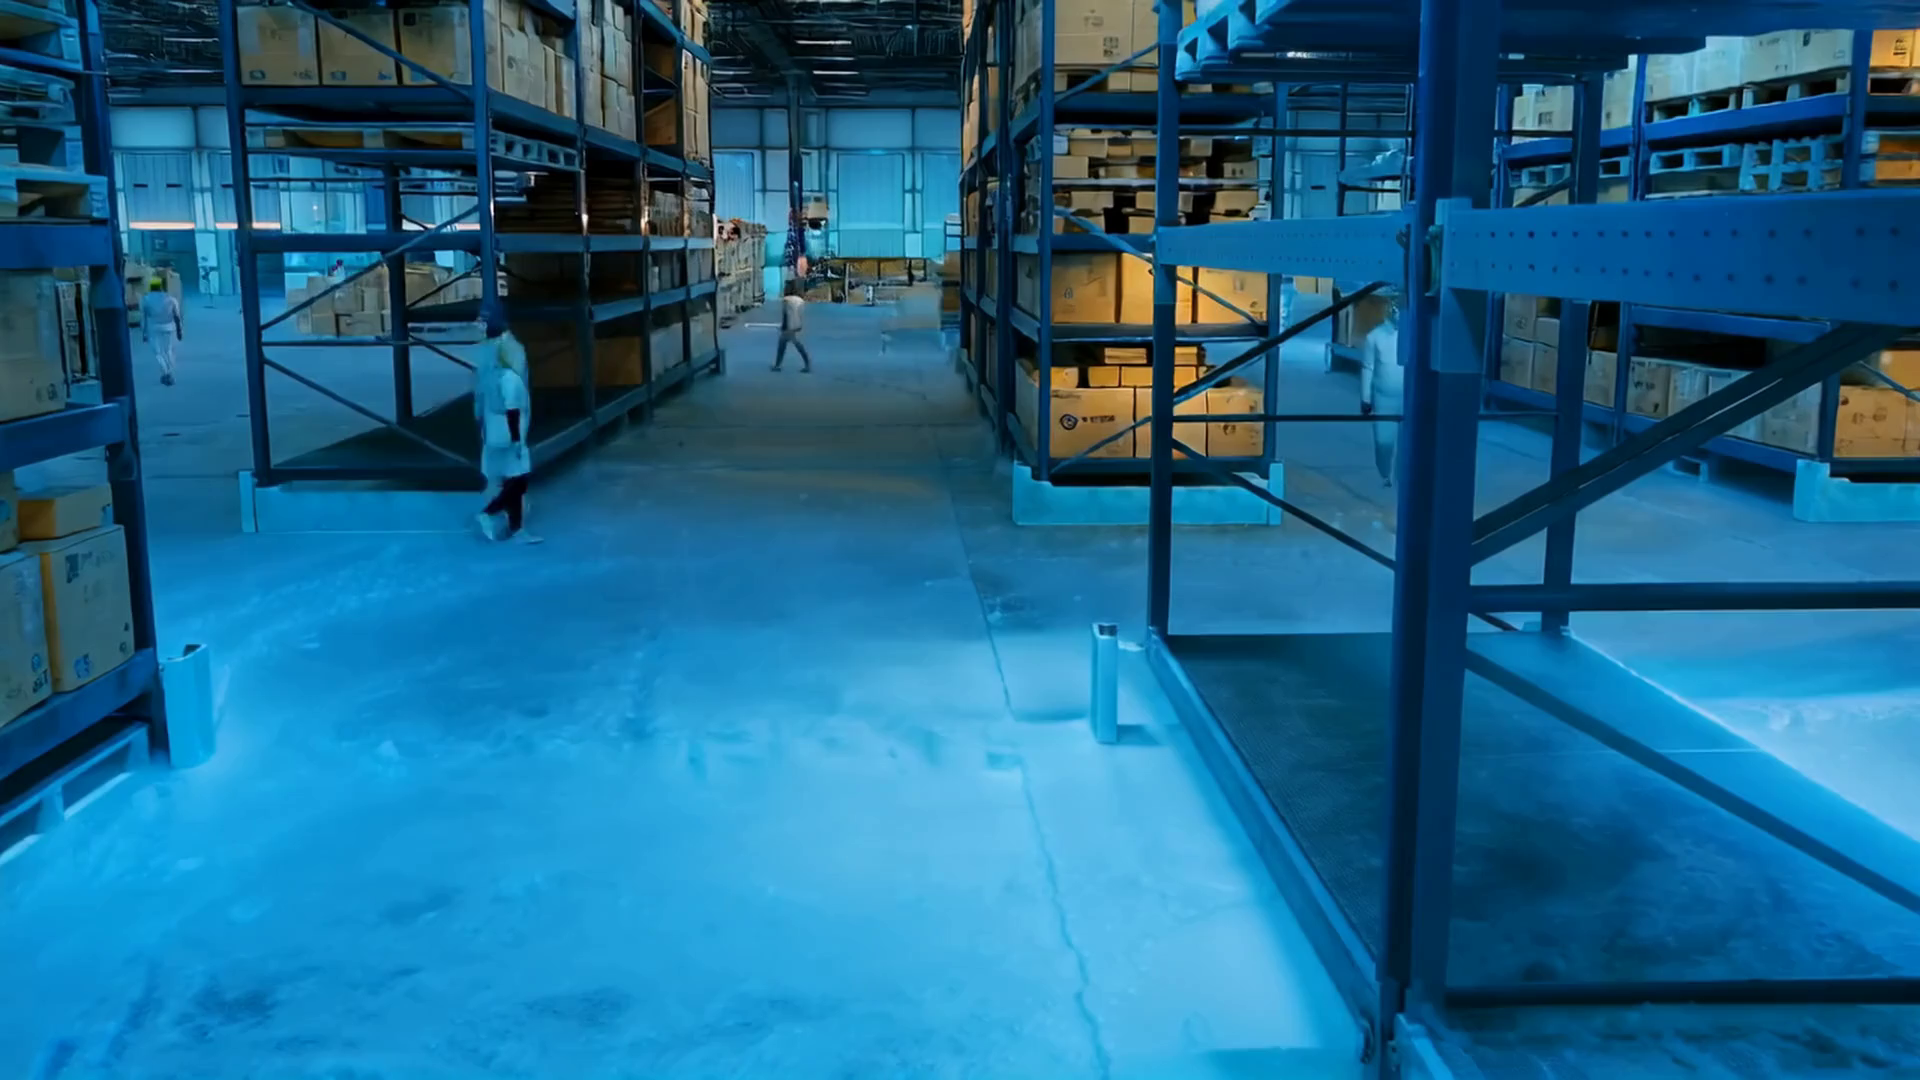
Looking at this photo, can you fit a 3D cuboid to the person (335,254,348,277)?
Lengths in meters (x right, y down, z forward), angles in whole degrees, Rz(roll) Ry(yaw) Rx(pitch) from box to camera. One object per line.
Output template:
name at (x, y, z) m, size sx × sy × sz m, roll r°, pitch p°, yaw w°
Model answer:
person at (-21.419, -8.936, 57.595) m, size 0.572 × 1.904 × 0.616 m, roll -3°, pitch 11°, yaw -17°

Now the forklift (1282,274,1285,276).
forklift at (12.182, -10.594, 64.138) m, size 1.129 × 2.768 × 1.873 m, roll 0°, pitch 10°, yaw -2°

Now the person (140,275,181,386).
person at (-12.952, -3.388, 26.968) m, size 0.627 × 1.809 × 0.431 m, roll -9°, pitch 14°, yaw -41°

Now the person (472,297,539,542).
person at (-3.595, -0.918, 12.925) m, size 0.440 × 1.924 × 0.637 m, roll -6°, pitch 12°, yaw -32°

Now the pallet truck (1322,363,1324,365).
pallet truck at (7.712, -4.157, 30.737) m, size 1.885 × 1.965 × 0.823 m, roll 3°, pitch 11°, yaw 16°

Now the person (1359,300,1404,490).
person at (4.038, -1.335, 15.430) m, size 0.661 × 1.867 × 0.970 m, roll 2°, pitch 10°, yaw 11°

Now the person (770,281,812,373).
person at (-3.006, -3.813, 29.803) m, size 0.872 × 1.647 × 0.535 m, roll 7°, pitch 12°, yaw 33°

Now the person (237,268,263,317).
person at (-22.272, -7.907, 51.971) m, size 0.986 × 1.873 × 0.609 m, roll 5°, pitch 11°, yaw 28°

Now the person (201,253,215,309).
person at (-26.332, -9.072, 58.259) m, size 0.389 × 1.948 × 0.608 m, roll -5°, pitch 11°, yaw -24°

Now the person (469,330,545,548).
person at (-3.496, -0.758, 12.707) m, size 0.470 × 1.668 × 0.568 m, roll -5°, pitch 11°, yaw -25°

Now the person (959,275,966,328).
person at (0.338, -5.413, 37.934) m, size 0.989 × 1.917 × 0.636 m, roll -2°, pitch 10°, yaw -12°

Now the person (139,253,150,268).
person at (-31.949, -10.268, 65.002) m, size 0.681 × 1.922 × 0.548 m, roll 7°, pitch 12°, yaw 34°

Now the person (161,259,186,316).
person at (-24.195, -7.723, 51.131) m, size 0.837 × 1.811 × 0.633 m, roll -8°, pitch 13°, yaw -39°
